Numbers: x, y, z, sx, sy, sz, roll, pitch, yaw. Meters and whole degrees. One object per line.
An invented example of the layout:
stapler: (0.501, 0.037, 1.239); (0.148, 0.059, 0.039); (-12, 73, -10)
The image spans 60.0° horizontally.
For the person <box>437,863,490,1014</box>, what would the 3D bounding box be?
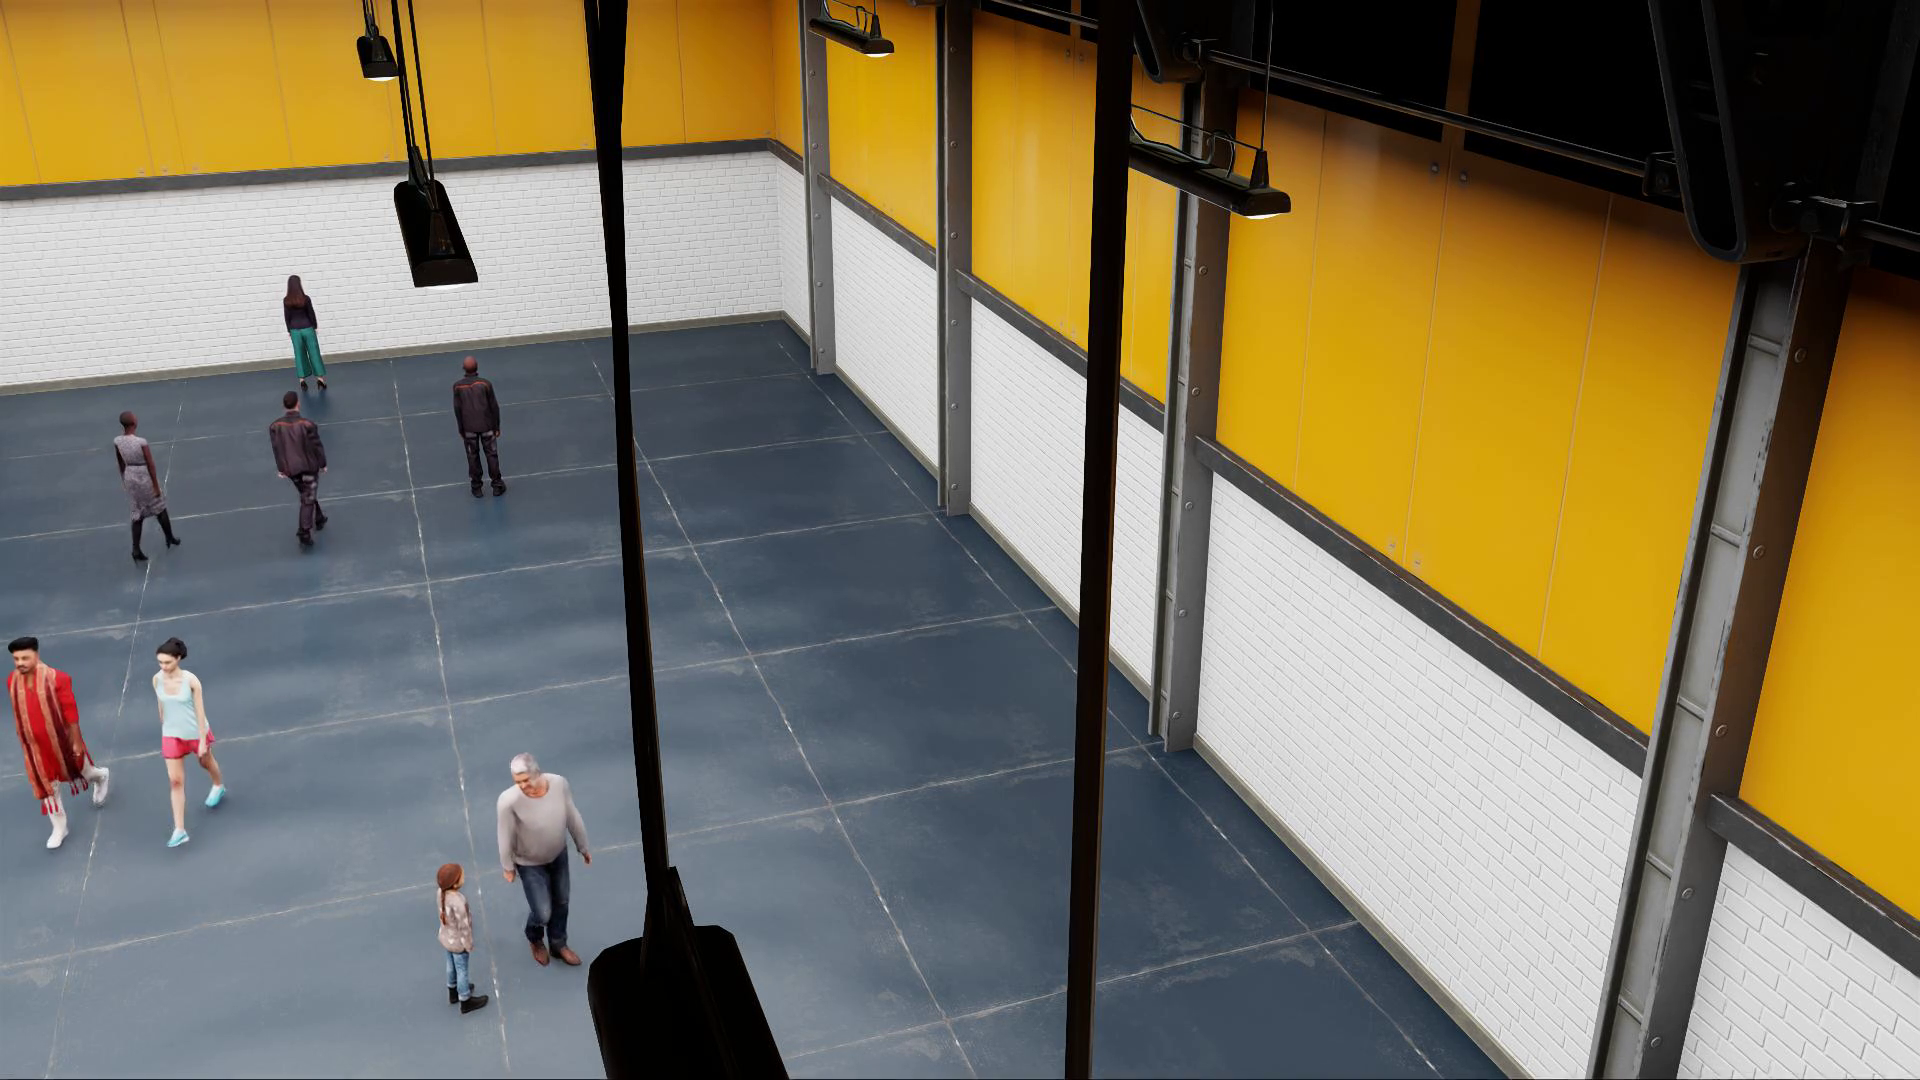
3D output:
person: (-3.607, 2.823, 11.883); (0.592, 1.194, 0.490); (-21, 31, -39)

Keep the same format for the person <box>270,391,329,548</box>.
person: (-7.696, -0.804, 19.408); (1.016, 1.813, 1.289); (0, 24, 1)

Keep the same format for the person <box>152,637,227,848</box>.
person: (-6.449, 1.619, 13.992); (0.893, 1.711, 1.301); (0, 24, 1)

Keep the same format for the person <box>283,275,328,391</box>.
person: (-9.743, -3.069, 24.677); (0.675, 1.742, 0.603); (-2, 24, -6)

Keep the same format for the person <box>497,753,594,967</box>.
person: (-3.119, 2.302, 12.218); (0.898, 1.881, 0.896); (19, 30, 36)

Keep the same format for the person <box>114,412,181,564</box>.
person: (-9.378, -0.572, 18.943); (0.929, 1.760, 1.096); (3, 24, 7)

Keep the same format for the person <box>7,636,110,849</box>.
person: (-7.543, 1.583, 13.896); (0.911, 1.854, 1.197); (-1, 24, -2)

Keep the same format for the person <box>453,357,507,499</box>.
person: (-6.027, -1.423, 20.809); (0.727, 1.825, 0.650); (-5, 24, -10)
